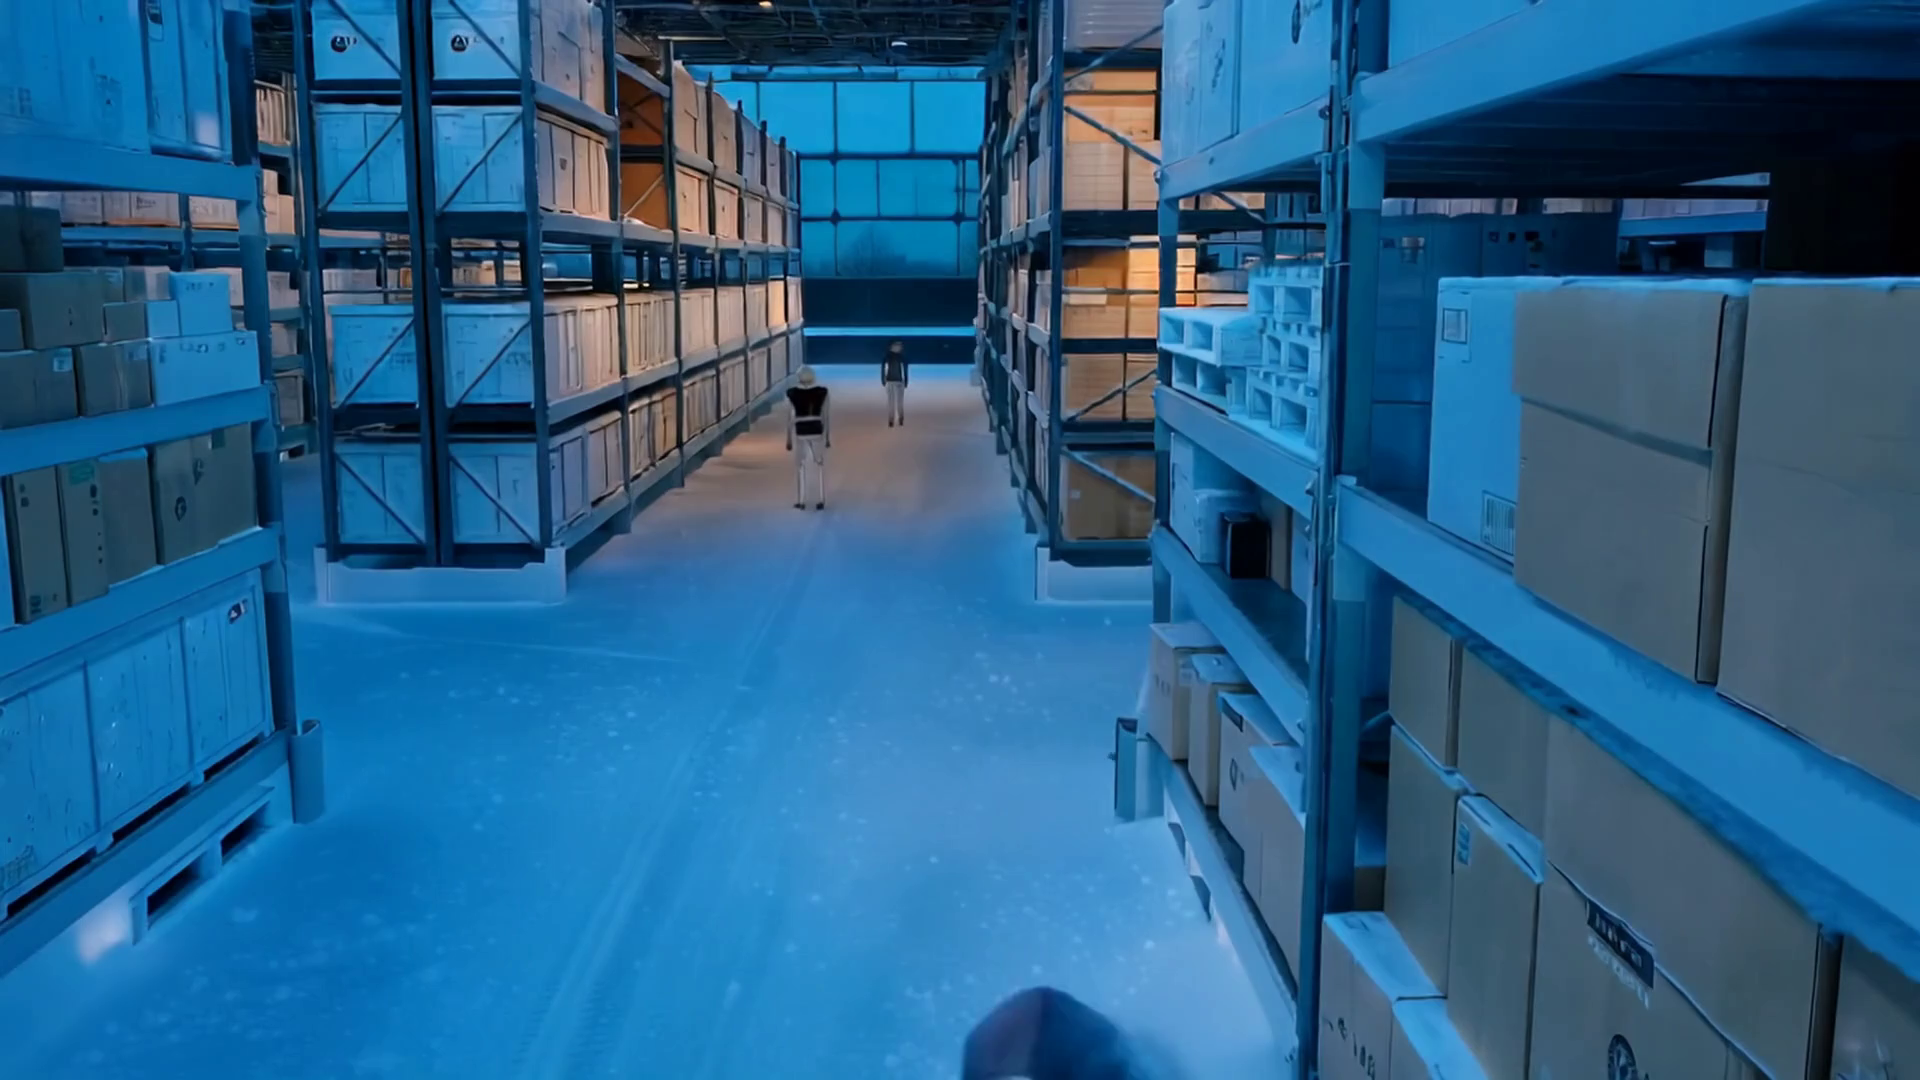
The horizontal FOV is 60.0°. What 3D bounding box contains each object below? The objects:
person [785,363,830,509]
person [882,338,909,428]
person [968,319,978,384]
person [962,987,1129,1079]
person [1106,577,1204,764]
[{"bbox_3d":[-1.923,-1.308,21.039,0.575,1.843,0.375,-4,10,-21],"label":"person"},{"bbox_3d":[-1.240,-3.024,31.961,0.536,1.720,0.919,0,9,-1],"label":"person"},{"bbox_3d":[0.424,-4.971,43.882,0.376,1.721,0.516,-1,9,-7],"label":"person"},{"bbox_3d":[0.113,1.676,2.335,0.375,1.997,0.752,-1,9,-9],"label":"person"},{"bbox_3d":[1.367,0.596,10.134,0.856,1.599,0.526,-2,9,-11],"label":"person"}]
